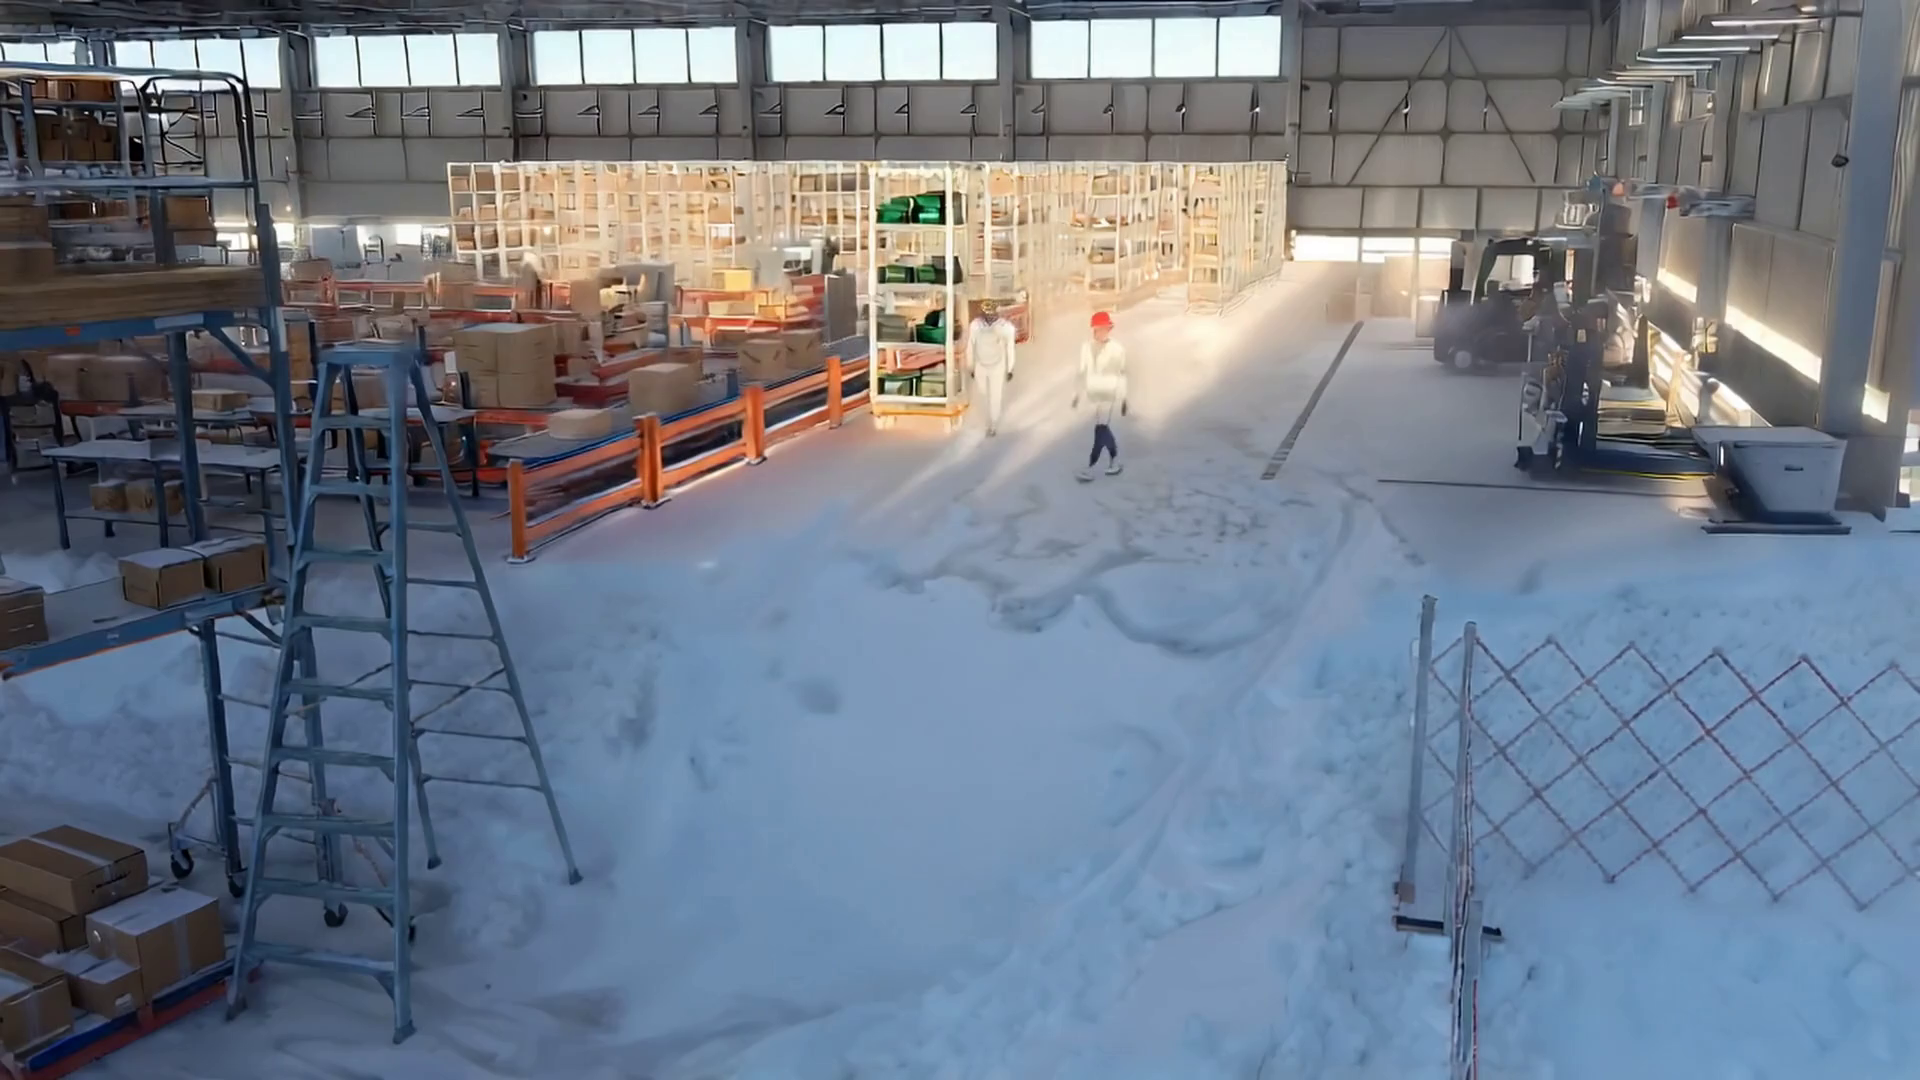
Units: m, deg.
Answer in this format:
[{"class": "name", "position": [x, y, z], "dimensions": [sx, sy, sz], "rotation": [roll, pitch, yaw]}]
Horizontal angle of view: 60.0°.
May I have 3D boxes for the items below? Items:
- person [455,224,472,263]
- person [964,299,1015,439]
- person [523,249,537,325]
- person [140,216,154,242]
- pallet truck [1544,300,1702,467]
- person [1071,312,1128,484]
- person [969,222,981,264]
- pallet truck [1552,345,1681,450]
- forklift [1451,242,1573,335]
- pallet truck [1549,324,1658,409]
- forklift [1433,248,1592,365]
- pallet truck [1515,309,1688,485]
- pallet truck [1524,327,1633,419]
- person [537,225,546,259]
[{"class": "person", "position": [-14.600, -8.436, 48.825], "dimensions": [0.602, 1.915, 0.846], "rotation": [0, 13, -2]}, {"class": "person", "position": [0.433, -2.361, 22.707], "dimensions": [0.645, 1.880, 0.873], "rotation": [5, 14, 22]}, {"class": "person", "position": [-9.341, -5.448, 36.237], "dimensions": [0.325, 1.769, 0.524], "rotation": [0, 13, 1]}, {"class": "person", "position": [-24.465, -8.773, 50.170], "dimensions": [0.895, 1.961, 0.616], "rotation": [-4, 14, -15]}, {"class": "pallet truck", "position": [8.263, -1.952, 20.631], "dimensions": [1.885, 1.965, 0.823], "rotation": [5, 14, 20]}, {"class": "person", "position": [1.649, -1.672, 19.444], "dimensions": [0.610, 1.993, 1.058], "rotation": [12, 18, 43]}, {"class": "person", "position": [0.412, -8.556, 49.532], "dimensions": [0.457, 1.824, 0.584], "rotation": [6, 14, 24]}, {"class": "pallet truck", "position": [8.641, -1.896, 21.908], "dimensions": [1.630, 1.274, 0.653], "rotation": [4, 14, 16]}, {"class": "forklift", "position": [10.464, -4.597, 31.405], "dimensions": [2.680, 1.987, 1.157], "rotation": [4, 14, 16]}, {"class": "pallet truck", "position": [9.824, -2.669, 25.407], "dimensions": [1.601, 1.201, 0.680], "rotation": [4, 14, 16]}, {"class": "forklift", "position": [9.780, -4.111, 29.280], "dimensions": [2.680, 1.987, 1.157], "rotation": [3, 13, 14]}, {"class": "pallet truck", "position": [7.554, -1.677, 19.446], "dimensions": [1.885, 1.965, 0.823], "rotation": [3, 13, 14]}, {"class": "pallet truck", "position": [9.065, -2.460, 24.370], "dimensions": [1.522, 1.261, 0.704], "rotation": [3, 13, 14]}, {"class": "person", "position": [-13.072, -9.088, 51.851], "dimensions": [0.520, 1.812, 0.608], "rotation": [2, 13, 8]}]
